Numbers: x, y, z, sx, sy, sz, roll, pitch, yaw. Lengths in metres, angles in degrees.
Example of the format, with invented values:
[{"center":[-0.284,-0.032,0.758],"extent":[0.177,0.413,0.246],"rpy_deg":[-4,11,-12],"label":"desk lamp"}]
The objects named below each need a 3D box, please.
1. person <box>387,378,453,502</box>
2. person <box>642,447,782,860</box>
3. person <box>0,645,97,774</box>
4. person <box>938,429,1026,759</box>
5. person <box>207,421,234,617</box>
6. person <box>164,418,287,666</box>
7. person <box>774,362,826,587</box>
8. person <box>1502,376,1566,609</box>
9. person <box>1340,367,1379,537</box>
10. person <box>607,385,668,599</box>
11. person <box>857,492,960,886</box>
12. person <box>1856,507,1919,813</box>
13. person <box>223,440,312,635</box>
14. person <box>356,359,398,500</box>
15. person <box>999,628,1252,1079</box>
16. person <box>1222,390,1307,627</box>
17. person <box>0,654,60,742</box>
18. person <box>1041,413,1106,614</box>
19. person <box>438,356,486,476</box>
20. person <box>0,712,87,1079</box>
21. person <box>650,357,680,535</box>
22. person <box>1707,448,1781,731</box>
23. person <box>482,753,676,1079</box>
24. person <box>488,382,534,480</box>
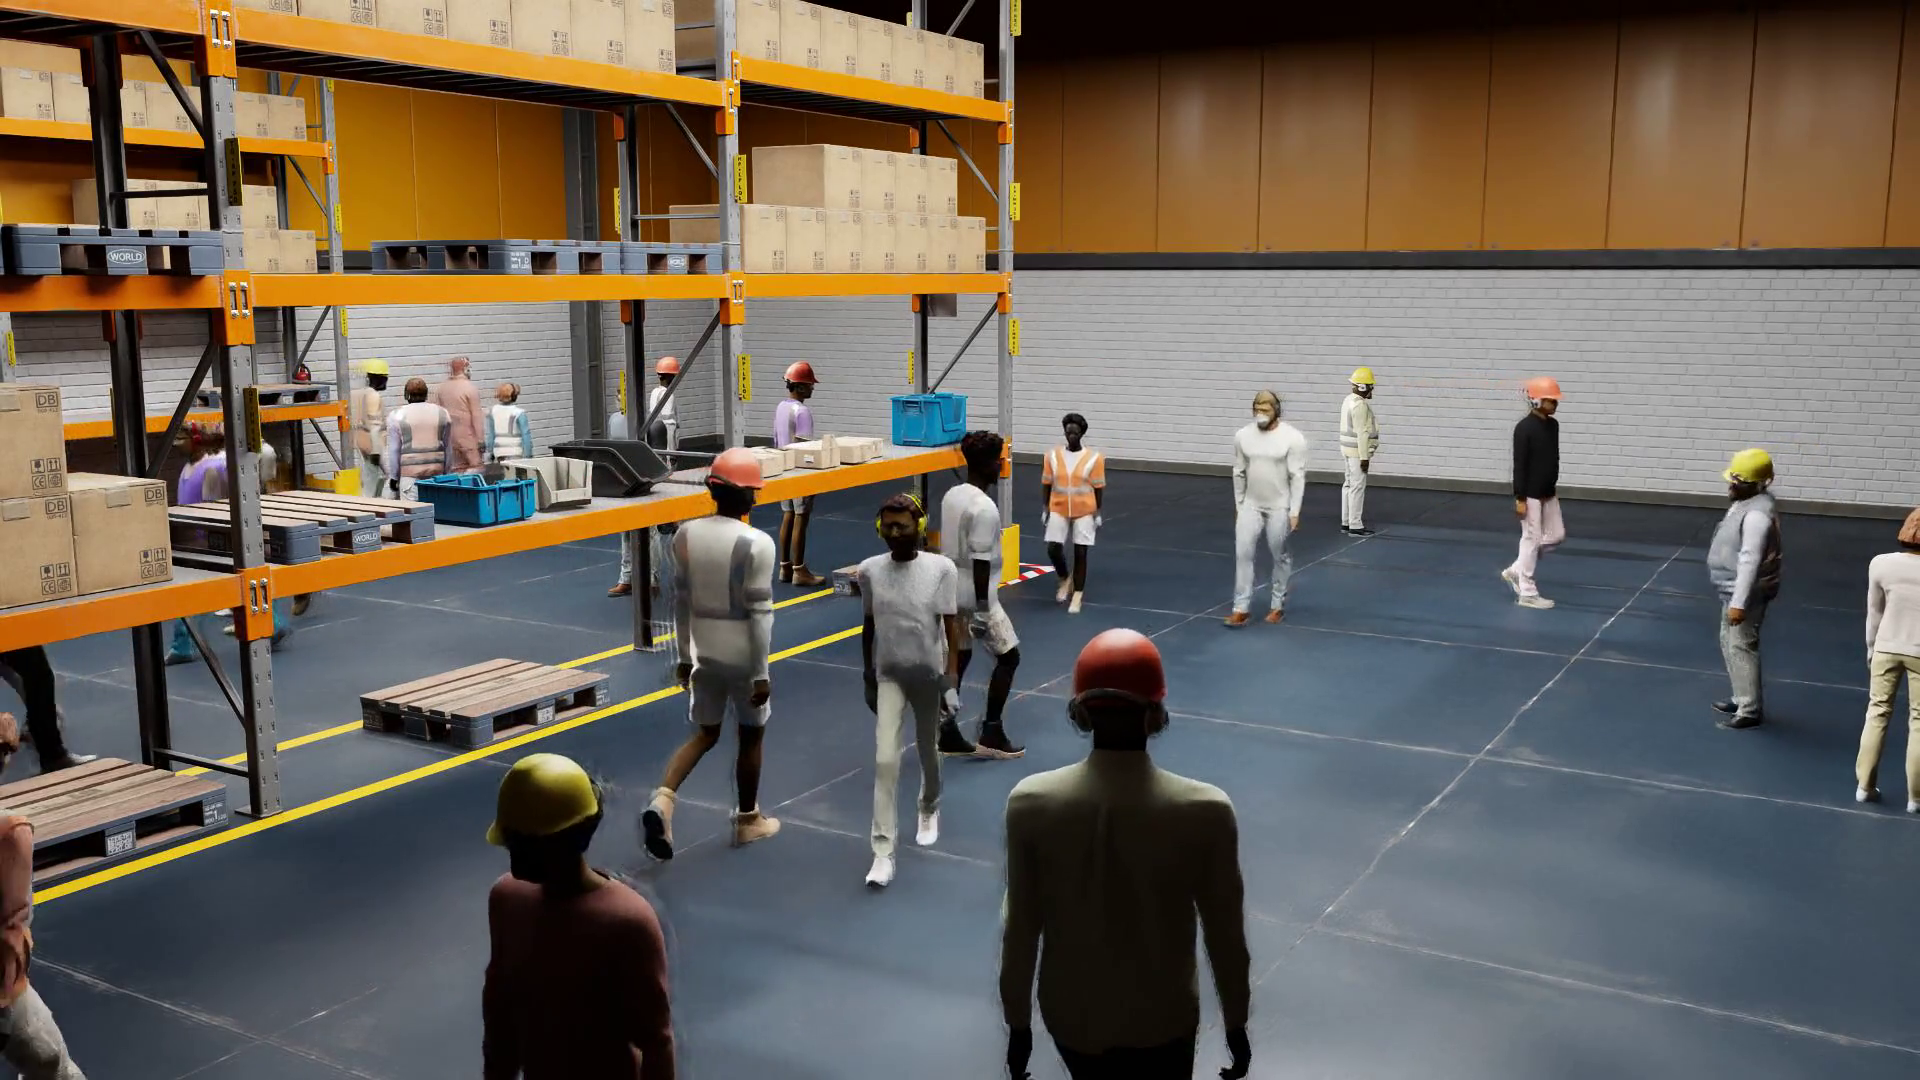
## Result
[{"center":[-5.219,-0.647,16.078],"extent":[0.628,1.843,0.429],"rpy_deg":[-7,12,-38],"label":"person"},{"center":[-1.177,0.562,8.008],"extent":[0.609,2.017,0.823],"rpy_deg":[6,11,32],"label":"person"},{"center":[-5.403,0.450,9.164],"extent":[0.600,1.876,0.981],"rpy_deg":[6,11,35],"label":"person"},{"center":[0.130,0.320,9.739],"extent":[0.648,1.943,0.621],"rpy_deg":[-4,10,-26],"label":"person"},{"center":[-6.053,-0.178,13.816],"extent":[0.314,1.629,0.509],"rpy_deg":[1,9,4],"label":"person"},{"center":[-5.455,-0.003,12.188],"extent":[0.573,1.807,0.934],"rpy_deg":[8,12,42],"label":"person"},{"center":[-1.455,-0.599,15.153],"extent":[0.387,2.041,0.615],"rpy_deg":[-5,11,-30],"label":"person"},{"center":[4.884,-0.403,14.118],"extent":[0.653,1.980,0.462],"rpy_deg":[-8,12,-41],"label":"person"},{"center":[4.323,-0.950,18.002],"extent":[0.404,1.829,0.600],"rpy_deg":[0,9,-2],"label":"person"},{"center":[-2.830,-0.442,14.517],"extent":[0.627,1.935,0.371],"rpy_deg":[5,11,30],"label":"person"},{"center":[-0.241,0.669,7.965],"extent":[0.517,1.822,0.995],"rpy_deg":[1,9,5],"label":"person"},{"center":[5.044,0.627,8.815],"extent":[0.282,1.626,0.491],"rpy_deg":[-8,12,-39],"label":"person"},{"center":[-5.572,-0.182,13.255],"extent":[0.514,1.823,0.734],"rpy_deg":[5,10,27],"label":"person"},{"center":[-6.407,-1.042,18.344],"extent":[0.584,1.902,0.611],"rpy_deg":[-5,10,-27],"label":"person"},{"center":[0.405,1.200,4.222],"extent":[0.626,1.961,0.991],"rpy_deg":[4,10,21],"label":"person"},{"center":[2.417,-0.234,13.278],"extent":[0.651,1.903,0.865],"rpy_deg":[6,11,32],"label":"person"},{"center":[-5.875,0.309,9.818],"extent":[0.616,1.947,1.010],"rpy_deg":[4,10,26],"label":"person"},{"center":[0.942,-0.226,13.904],"extent":[0.550,1.686,0.369],"rpy_deg":[2,9,14],"label":"person"},{"center":[-5.824,-1.196,19.355],"extent":[0.662,1.886,0.543],"rpy_deg":[7,11,35],"label":"person"},{"center":[-2.835,1.280,4.838],"extent":[0.538,1.577,0.933],"rpy_deg":[3,10,19],"label":"person"},{"center":[-3.183,-1.031,18.180],"extent":[0.375,1.935,0.551],"rpy_deg":[-4,10,-26],"label":"person"},{"center":[4.832,0.309,10.288],"extent":[0.407,1.794,0.645],"rpy_deg":[3,10,19],"label":"person"},{"center":[-0.903,1.340,3.944],"extent":[0.544,1.751,0.417],"rpy_deg":[7,11,35],"label":"person"},{"center":[-5.011,-0.965,18.752],"extent":[0.537,1.616,0.627],"rpy_deg":[5,10,27],"label":"person"}]
